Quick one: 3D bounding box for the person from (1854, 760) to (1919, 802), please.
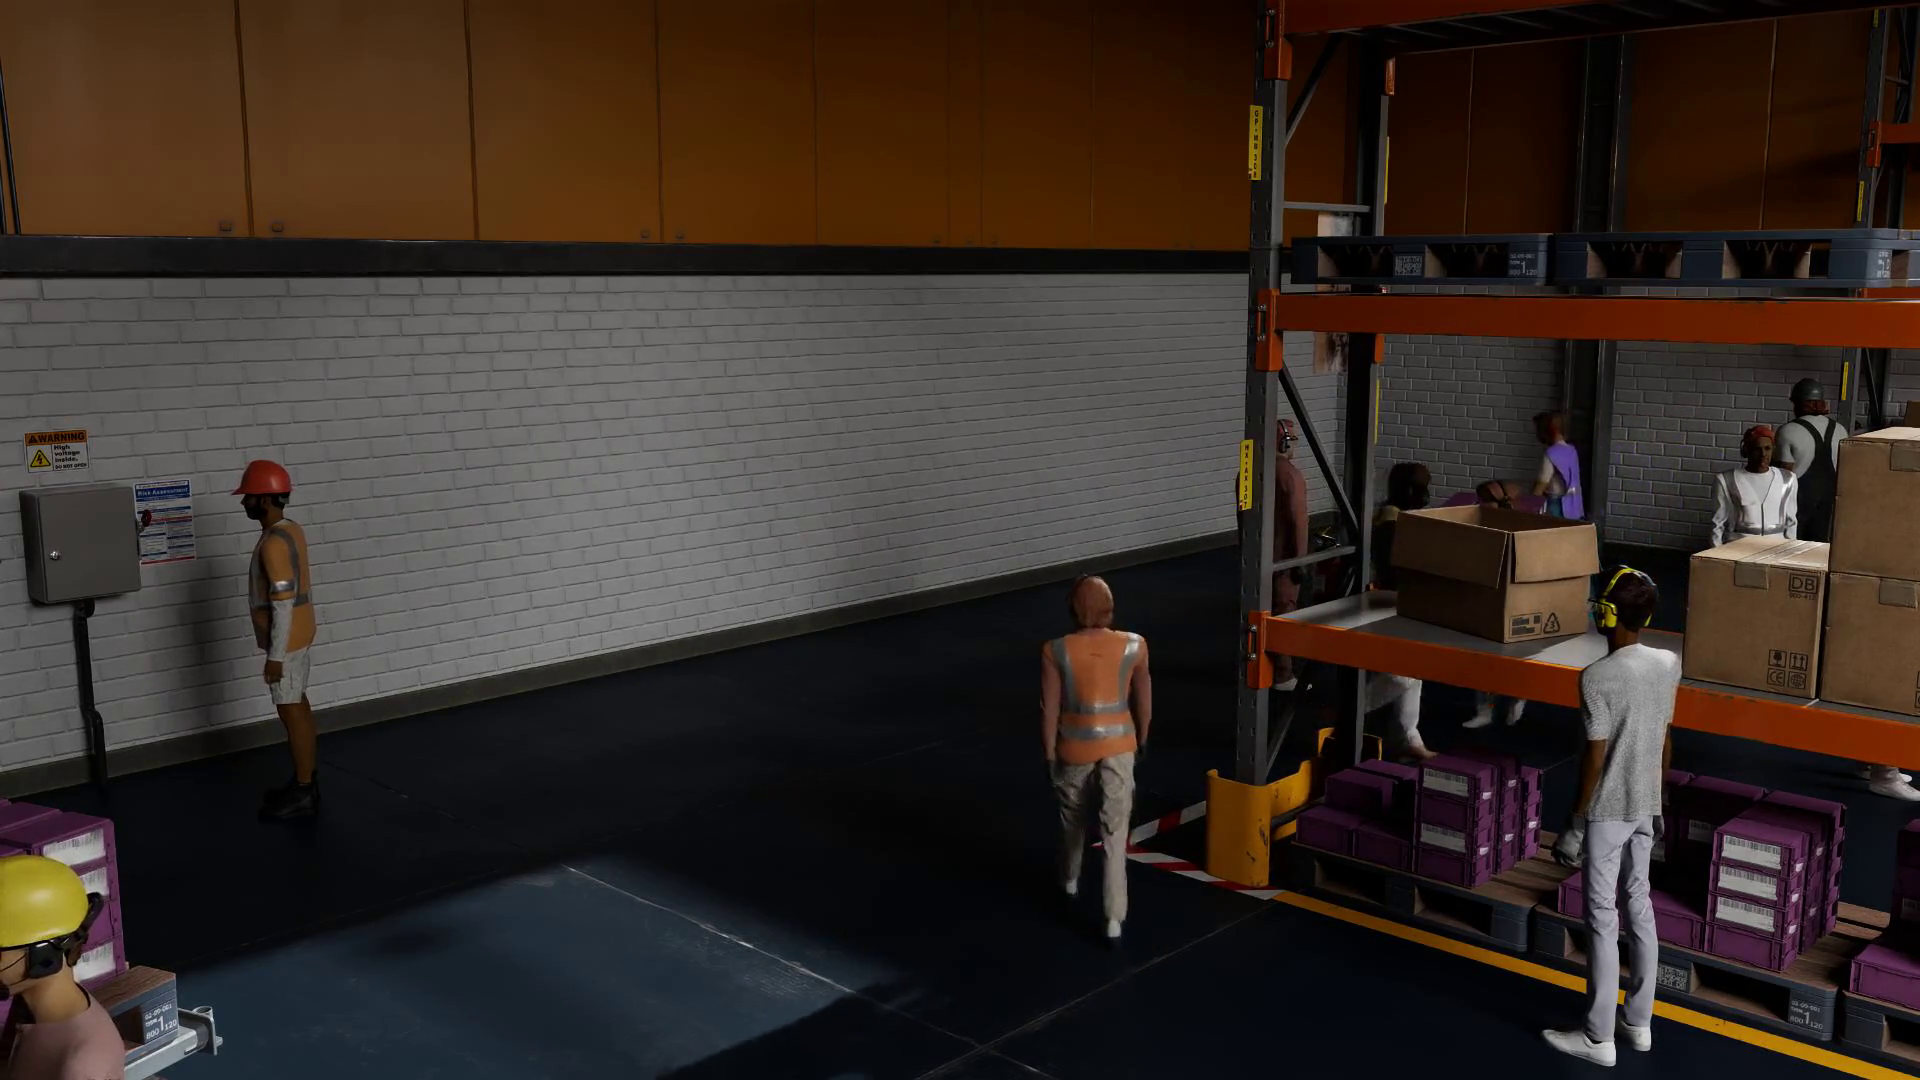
[{"bbox_3d":[5.304,0.489,9.341,0.402,1.904,0.639,3,10,18],"label":"person"}]

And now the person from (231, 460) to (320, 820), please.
[{"bbox_3d":[-3.667,0.533,8.953,0.369,1.939,0.542,-2,10,-13],"label":"person"}]

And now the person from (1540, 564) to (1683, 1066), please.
[{"bbox_3d":[2.427,1.017,6.192,0.520,1.874,0.327,-5,11,-29],"label":"person"}]

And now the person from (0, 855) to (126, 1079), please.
[{"bbox_3d":[-1.874,1.509,3.497,0.330,1.768,0.526,-8,12,-42],"label":"person"}]

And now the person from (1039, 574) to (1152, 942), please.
[{"bbox_3d":[0.613,0.949,7.486,0.520,1.589,0.900,0,9,0],"label":"person"}]

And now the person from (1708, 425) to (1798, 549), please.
[{"bbox_3d":[5.507,0.140,11.580,0.579,1.878,0.350,1,9,5],"label":"person"}]

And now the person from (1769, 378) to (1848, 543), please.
[{"bbox_3d":[7.100,-0.357,14.102,0.688,2.000,0.536,-2,10,-14],"label":"person"}]

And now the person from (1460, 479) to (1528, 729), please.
[{"bbox_3d":[3.387,0.423,10.585,0.368,1.626,0.536,-4,10,-22],"label":"person"}]

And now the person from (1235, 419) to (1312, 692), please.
[{"bbox_3d":[2.225,0.106,11.671,0.405,1.911,0.636,-6,11,-31],"label":"person"}]

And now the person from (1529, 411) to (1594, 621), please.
[{"bbox_3d":[4.860,-0.171,13.740,0.936,1.786,0.564,6,11,32],"label":"person"}]

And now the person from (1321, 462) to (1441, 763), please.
[{"bbox_3d":[2.555,0.441,9.854,0.618,1.825,0.644,4,10,25],"label":"person"}]
